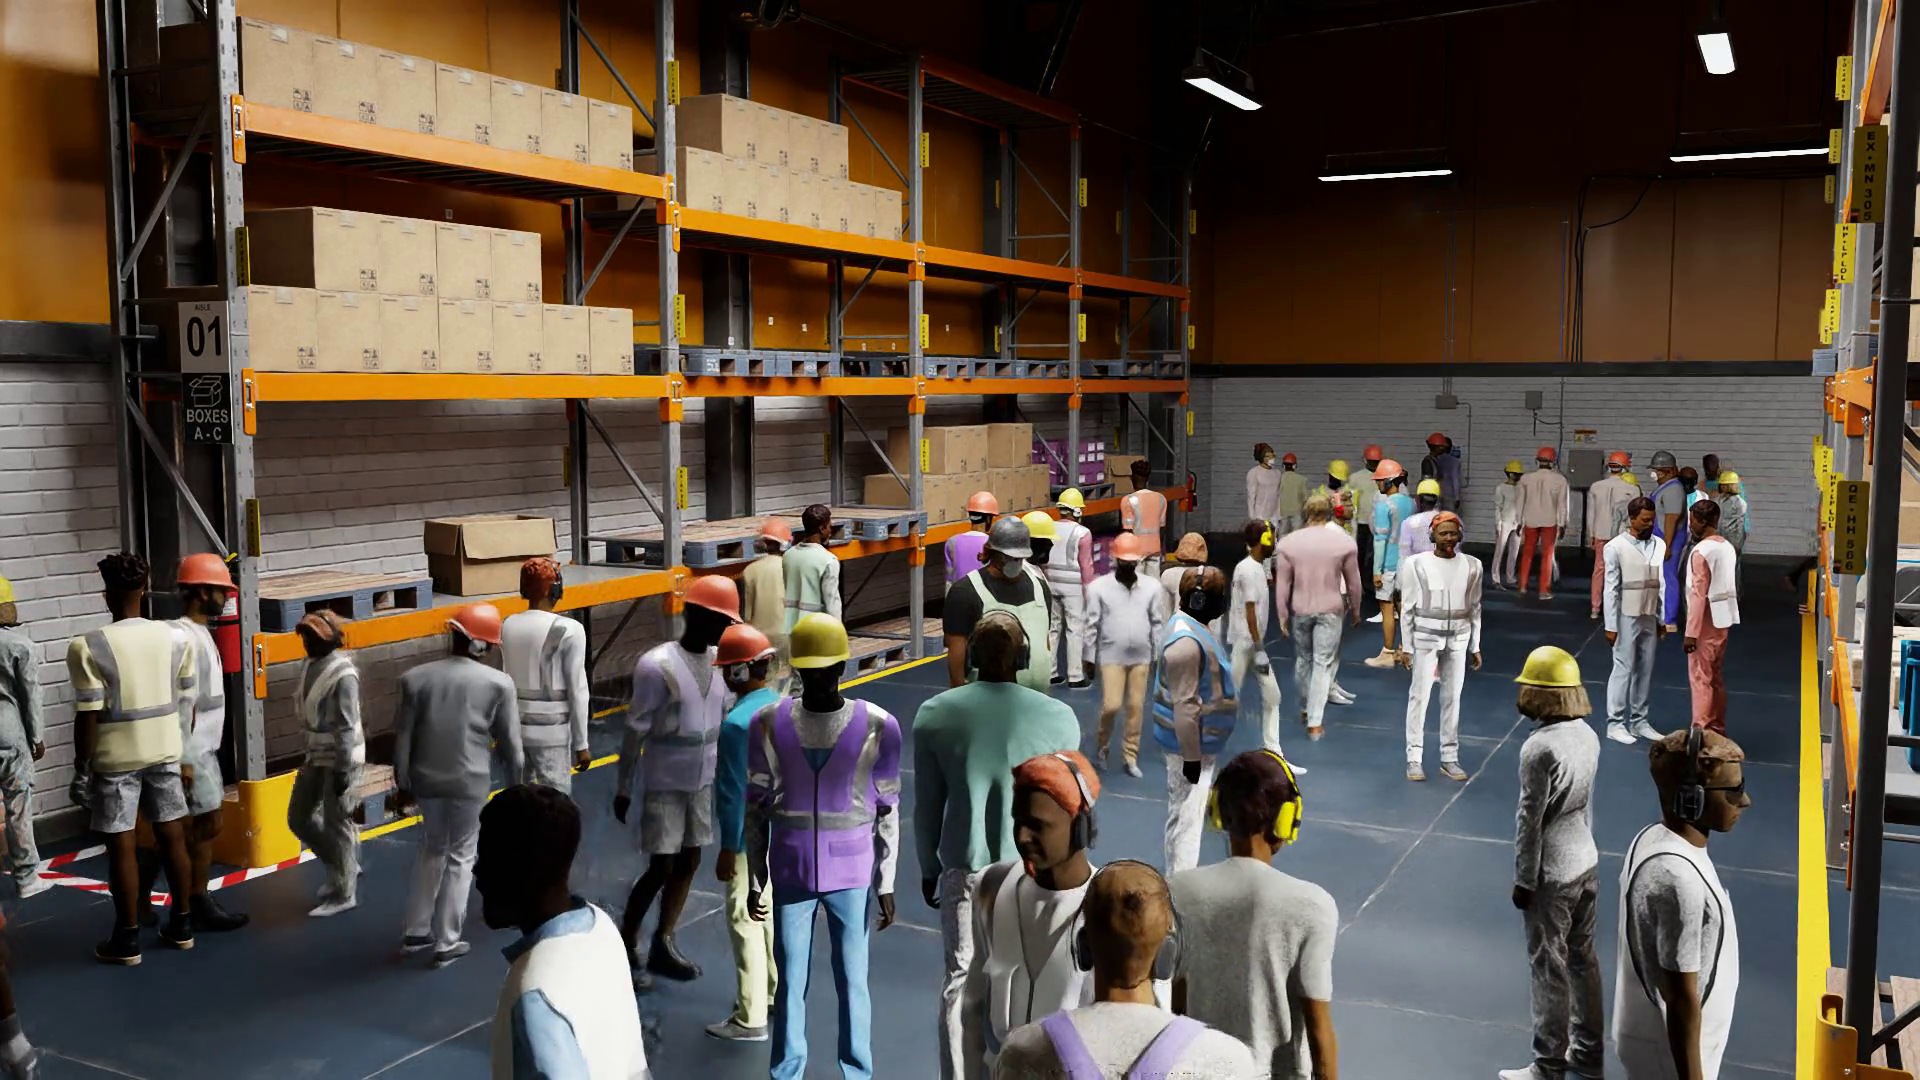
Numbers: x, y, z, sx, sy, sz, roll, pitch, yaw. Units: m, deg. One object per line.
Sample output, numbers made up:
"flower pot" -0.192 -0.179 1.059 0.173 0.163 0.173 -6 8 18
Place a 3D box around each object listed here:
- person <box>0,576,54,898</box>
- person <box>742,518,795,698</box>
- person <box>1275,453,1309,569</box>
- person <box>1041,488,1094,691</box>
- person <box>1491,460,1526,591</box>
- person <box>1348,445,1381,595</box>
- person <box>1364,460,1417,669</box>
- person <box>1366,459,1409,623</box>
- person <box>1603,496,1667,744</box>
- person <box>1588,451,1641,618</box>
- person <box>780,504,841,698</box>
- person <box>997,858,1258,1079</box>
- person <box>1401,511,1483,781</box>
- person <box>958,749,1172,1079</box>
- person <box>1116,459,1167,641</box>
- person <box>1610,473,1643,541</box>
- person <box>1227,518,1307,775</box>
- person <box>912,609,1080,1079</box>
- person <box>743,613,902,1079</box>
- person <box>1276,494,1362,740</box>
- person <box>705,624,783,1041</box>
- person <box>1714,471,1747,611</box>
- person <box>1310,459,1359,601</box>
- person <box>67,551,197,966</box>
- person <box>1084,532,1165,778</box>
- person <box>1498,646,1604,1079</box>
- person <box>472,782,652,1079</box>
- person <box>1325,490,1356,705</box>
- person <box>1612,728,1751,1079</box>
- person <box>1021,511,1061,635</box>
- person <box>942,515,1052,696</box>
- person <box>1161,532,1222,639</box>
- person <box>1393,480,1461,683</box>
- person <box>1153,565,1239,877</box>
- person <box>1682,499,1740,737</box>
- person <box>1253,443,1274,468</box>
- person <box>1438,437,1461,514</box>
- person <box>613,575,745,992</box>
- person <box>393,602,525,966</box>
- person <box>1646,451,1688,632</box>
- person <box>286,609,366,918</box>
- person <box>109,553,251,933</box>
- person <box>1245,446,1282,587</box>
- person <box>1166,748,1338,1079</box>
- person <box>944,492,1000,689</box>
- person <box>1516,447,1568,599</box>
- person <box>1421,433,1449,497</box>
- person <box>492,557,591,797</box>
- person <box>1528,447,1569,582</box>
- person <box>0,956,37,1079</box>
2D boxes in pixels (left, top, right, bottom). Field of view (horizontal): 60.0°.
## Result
"person" -5.171 1.053 8.928 0.492 1.742 0.320 -1 5 -8
"person" -1.383 0.705 12.654 0.584 1.740 0.380 3 6 27
"person" 4.890 -0.420 24.728 0.575 1.748 0.330 0 5 2
"person" 0.978 0.446 15.065 0.591 1.823 0.404 5 7 44
"person" 7.383 -0.193 22.280 0.522 1.758 0.349 -3 6 -26
"person" 5.372 -0.258 21.777 0.639 1.980 0.439 0 5 -2
"person" 4.183 0.236 16.195 0.605 2.035 0.403 -5 7 -44
"person" 4.942 0.010 19.284 0.407 1.906 0.654 4 7 36
"person" 5.193 0.611 12.835 0.599 1.909 0.398 -3 6 -27
"person" 7.680 -0.048 19.505 0.616 1.986 0.407 5 7 43
"person" -1.055 0.701 11.824 0.399 1.914 0.586 -5 7 -43
"person" 0.321 1.542 3.240 0.561 1.821 0.440 1 5 14
"person" 3.354 0.737 11.588 0.575 1.882 0.361 0 5 -3
"person" 0.240 1.437 4.048 0.583 1.882 0.338 4 7 36
"person" 1.930 0.123 17.744 0.603 1.966 0.368 -4 6 -35
"person" 7.793 0.085 19.412 0.487 1.738 0.321 -1 5 -11
"person" 1.983 0.750 11.811 0.906 1.819 0.553 2 6 23
"person" 0.136 1.220 6.157 0.629 1.931 0.378 1 5 11
"person" -0.508 1.222 6.132 0.586 1.928 0.365 0 5 3
"person" 2.849 0.582 13.178 0.640 1.890 0.940 2 6 25
"person" -0.901 1.225 7.090 0.354 1.738 0.577 1 5 15
"person" 9.180 0.036 19.931 0.315 1.738 0.486 -2 6 -19
"person" 4.499 -0.045 19.979 0.613 1.882 0.676 2 6 21
"person" -3.956 1.032 7.970 0.362 1.963 0.614 4 7 36
"person" 1.163 0.806 11.653 0.567 1.736 0.384 -1 5 -12
"person" 2.326 1.281 6.542 0.485 1.734 0.352 -5 7 -41
"person" -0.926 1.471 3.687 0.962 1.878 0.625 0 5 0
"person" 3.248 0.491 14.411 0.390 1.850 0.565 2 6 19
"person" 1.939 1.416 4.482 0.334 1.845 0.513 1 6 15
"person" 0.477 0.764 11.131 0.388 1.919 0.589 1 5 12
"person" 0.273 0.860 9.420 0.679 2.000 0.537 -3 6 -29
"person" 1.768 0.756 12.706 0.498 1.634 0.281 3 6 32
"person" 4.380 0.373 15.639 0.657 1.861 0.949 -2 6 -16
"person" 1.212 1.043 8.547 0.429 1.838 0.625 1 5 14
"person" 5.587 0.650 12.419 0.411 1.906 0.602 5 7 43
"person" 4.661 -0.550 25.507 0.355 1.876 0.574 2 6 23
"person" 7.710 -0.679 26.533 0.372 1.940 0.629 -4 7 -39
"person" -1.257 1.102 7.618 0.499 1.889 0.599 4 7 39
"person" -2.390 1.156 7.973 0.583 1.707 0.469 1 5 7
"person" 7.862 0.003 18.646 0.535 2.000 0.683 2 6 16
"person" -3.261 1.148 8.562 0.550 1.615 0.366 5 7 44
"person" -3.879 1.026 8.306 0.558 1.914 0.587 -1 5 -15
"person" 4.142 -0.312 22.580 0.629 1.940 0.373 -4 7 -38
"person" 0.792 1.446 4.278 0.549 1.819 0.909 3 6 31
"person" 0.147 0.582 13.066 0.548 1.924 0.387 3 6 28
"person" 7.515 -0.217 21.491 0.627 1.961 0.546 3 6 32
"person" 7.237 -0.619 25.392 0.404 2.035 0.607 3 6 32
"person" -2.180 1.024 8.612 0.589 1.872 0.376 3 6 26
"person" 8.130 -0.330 22.940 0.590 1.911 0.818 0 5 -4
"person" -2.939 1.376 4.565 0.697 1.907 0.864 0 5 2
